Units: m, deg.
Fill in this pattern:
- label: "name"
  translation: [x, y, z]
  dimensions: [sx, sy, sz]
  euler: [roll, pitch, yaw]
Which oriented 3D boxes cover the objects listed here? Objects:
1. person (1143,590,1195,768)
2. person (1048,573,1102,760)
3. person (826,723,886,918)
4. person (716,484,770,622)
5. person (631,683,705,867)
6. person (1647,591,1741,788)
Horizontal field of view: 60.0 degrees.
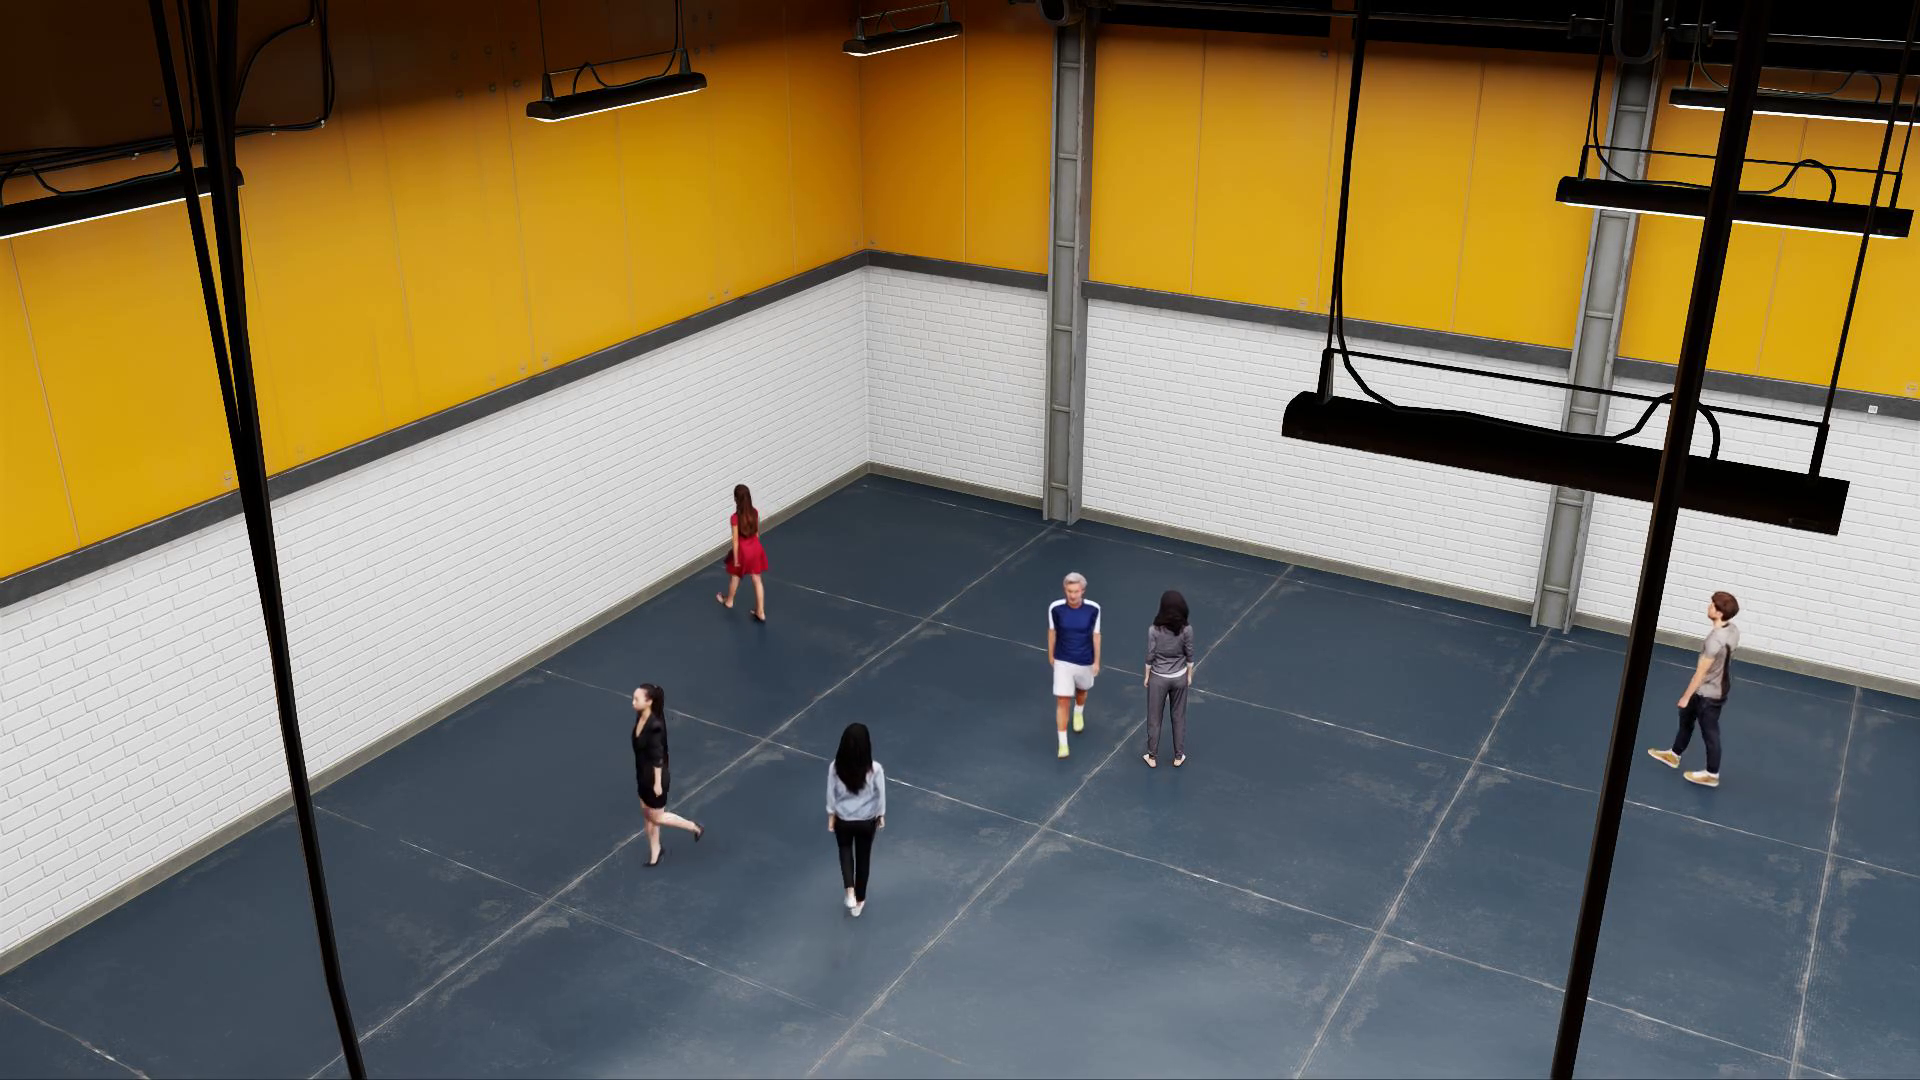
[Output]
- label: "person"
  translation: [1.904, 1.271, 15.212]
  dimensions: [0.619, 1.764, 0.735]
  euler: [0, 24, 0]
- label: "person"
  translation: [1.081, 1.088, 15.595]
  dimensions: [1.205, 1.791, 1.087]
  euler: [0, 24, 1]
- label: "person"
  translation: [-0.823, 2.245, 13.060]
  dimensions: [0.683, 1.702, 0.781]
  euler: [0, 24, 1]
- label: "person"
  translation: [-2.272, 0.160, 18.052]
  dimensions: [0.750, 1.525, 1.005]
  euler: [-20, 30, -38]
- label: "person"
  translation: [-2.455, 1.949, 13.759]
  dimensions: [0.869, 1.684, 0.847]
  euler: [-13, 27, -27]
- label: "person"
  translation: [6.795, 1.367, 14.855]
  dimensions: [0.931, 1.873, 0.749]
  euler: [17, 29, 34]
